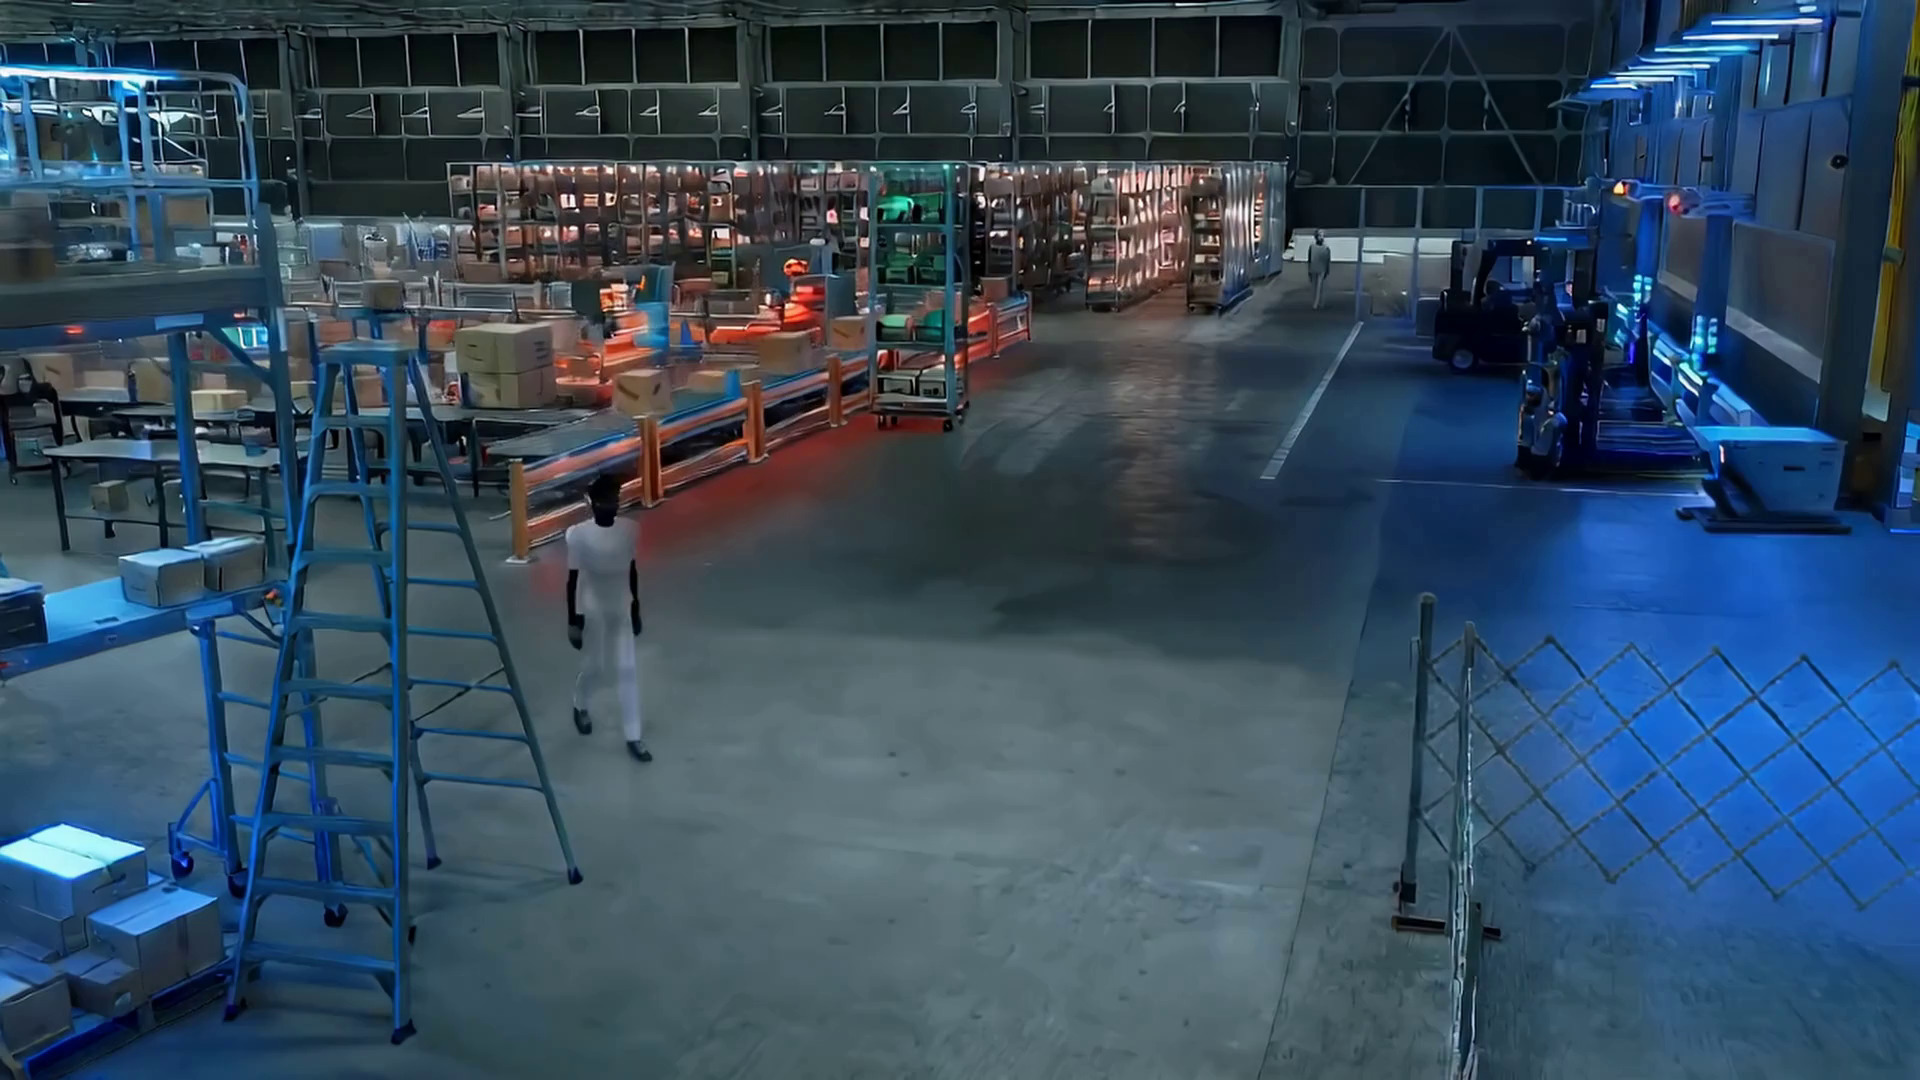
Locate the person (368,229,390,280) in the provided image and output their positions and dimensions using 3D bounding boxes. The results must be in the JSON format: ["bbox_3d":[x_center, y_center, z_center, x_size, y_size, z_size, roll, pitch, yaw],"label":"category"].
[{"bbox_3d":[-15.717,-7.537,45.170,0.588,1.805,0.906,-9,16,-33],"label":"person"}]

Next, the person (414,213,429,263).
[{"bbox_3d":[-19.152,-10.725,59.109,0.485,1.735,0.346,-9,16,-34],"label":"person"}]

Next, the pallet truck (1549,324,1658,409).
[{"bbox_3d":[9.824,-2.669,25.407,1.601,1.201,0.680,4,14,16],"label":"pallet truck"}]

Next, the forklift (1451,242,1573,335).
[{"bbox_3d":[10.464,-4.597,31.405,2.680,1.987,1.157,4,14,16],"label":"forklift"}]

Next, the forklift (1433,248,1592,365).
[{"bbox_3d":[9.780,-4.111,29.280,2.680,1.987,1.157,3,13,14],"label":"forklift"}]

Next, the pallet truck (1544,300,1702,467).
[{"bbox_3d":[8.263,-1.952,20.631,1.885,1.965,0.823,5,14,20],"label":"pallet truck"}]

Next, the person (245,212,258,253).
[{"bbox_3d":[-25.878,-11.127,60.910,0.586,1.699,0.925,-8,15,-31],"label":"person"}]

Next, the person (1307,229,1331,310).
[{"bbox_3d":[8.899,-6.688,41.129,0.663,1.979,0.629,-11,17,-40],"label":"person"}]

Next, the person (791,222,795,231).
[{"bbox_3d":[-4.990,-8.633,49.915,0.766,1.803,0.598,11,17,39],"label":"person"}]

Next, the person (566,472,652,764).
[{"bbox_3d":[-2.291,0.448,10.641,0.536,1.836,0.934,-9,16,-34],"label":"person"}]

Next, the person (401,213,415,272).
[{"bbox_3d":[-18.154,-9.783,54.648,0.407,1.913,0.641,0,13,1],"label":"person"}]

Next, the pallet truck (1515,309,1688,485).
[{"bbox_3d":[7.554,-1.677,19.446,1.885,1.965,0.823,3,13,14],"label":"pallet truck"}]

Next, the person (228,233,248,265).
[{"bbox_3d":[-19.207,-7.366,44.374,0.591,1.834,0.404,7,15,27],"label":"person"}]

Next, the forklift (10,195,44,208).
[{"bbox_3d":[-27.788,-9.135,49.730,1.129,2.768,1.873,-8,15,-31],"label":"forklift"}]

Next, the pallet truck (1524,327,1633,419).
[{"bbox_3d":[9.065,-2.460,24.370,1.522,1.261,0.704,3,13,14],"label":"pallet truck"}]

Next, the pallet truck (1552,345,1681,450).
[{"bbox_3d":[8.641,-1.896,21.908,1.630,1.274,0.653,4,14,16],"label":"pallet truck"}]
